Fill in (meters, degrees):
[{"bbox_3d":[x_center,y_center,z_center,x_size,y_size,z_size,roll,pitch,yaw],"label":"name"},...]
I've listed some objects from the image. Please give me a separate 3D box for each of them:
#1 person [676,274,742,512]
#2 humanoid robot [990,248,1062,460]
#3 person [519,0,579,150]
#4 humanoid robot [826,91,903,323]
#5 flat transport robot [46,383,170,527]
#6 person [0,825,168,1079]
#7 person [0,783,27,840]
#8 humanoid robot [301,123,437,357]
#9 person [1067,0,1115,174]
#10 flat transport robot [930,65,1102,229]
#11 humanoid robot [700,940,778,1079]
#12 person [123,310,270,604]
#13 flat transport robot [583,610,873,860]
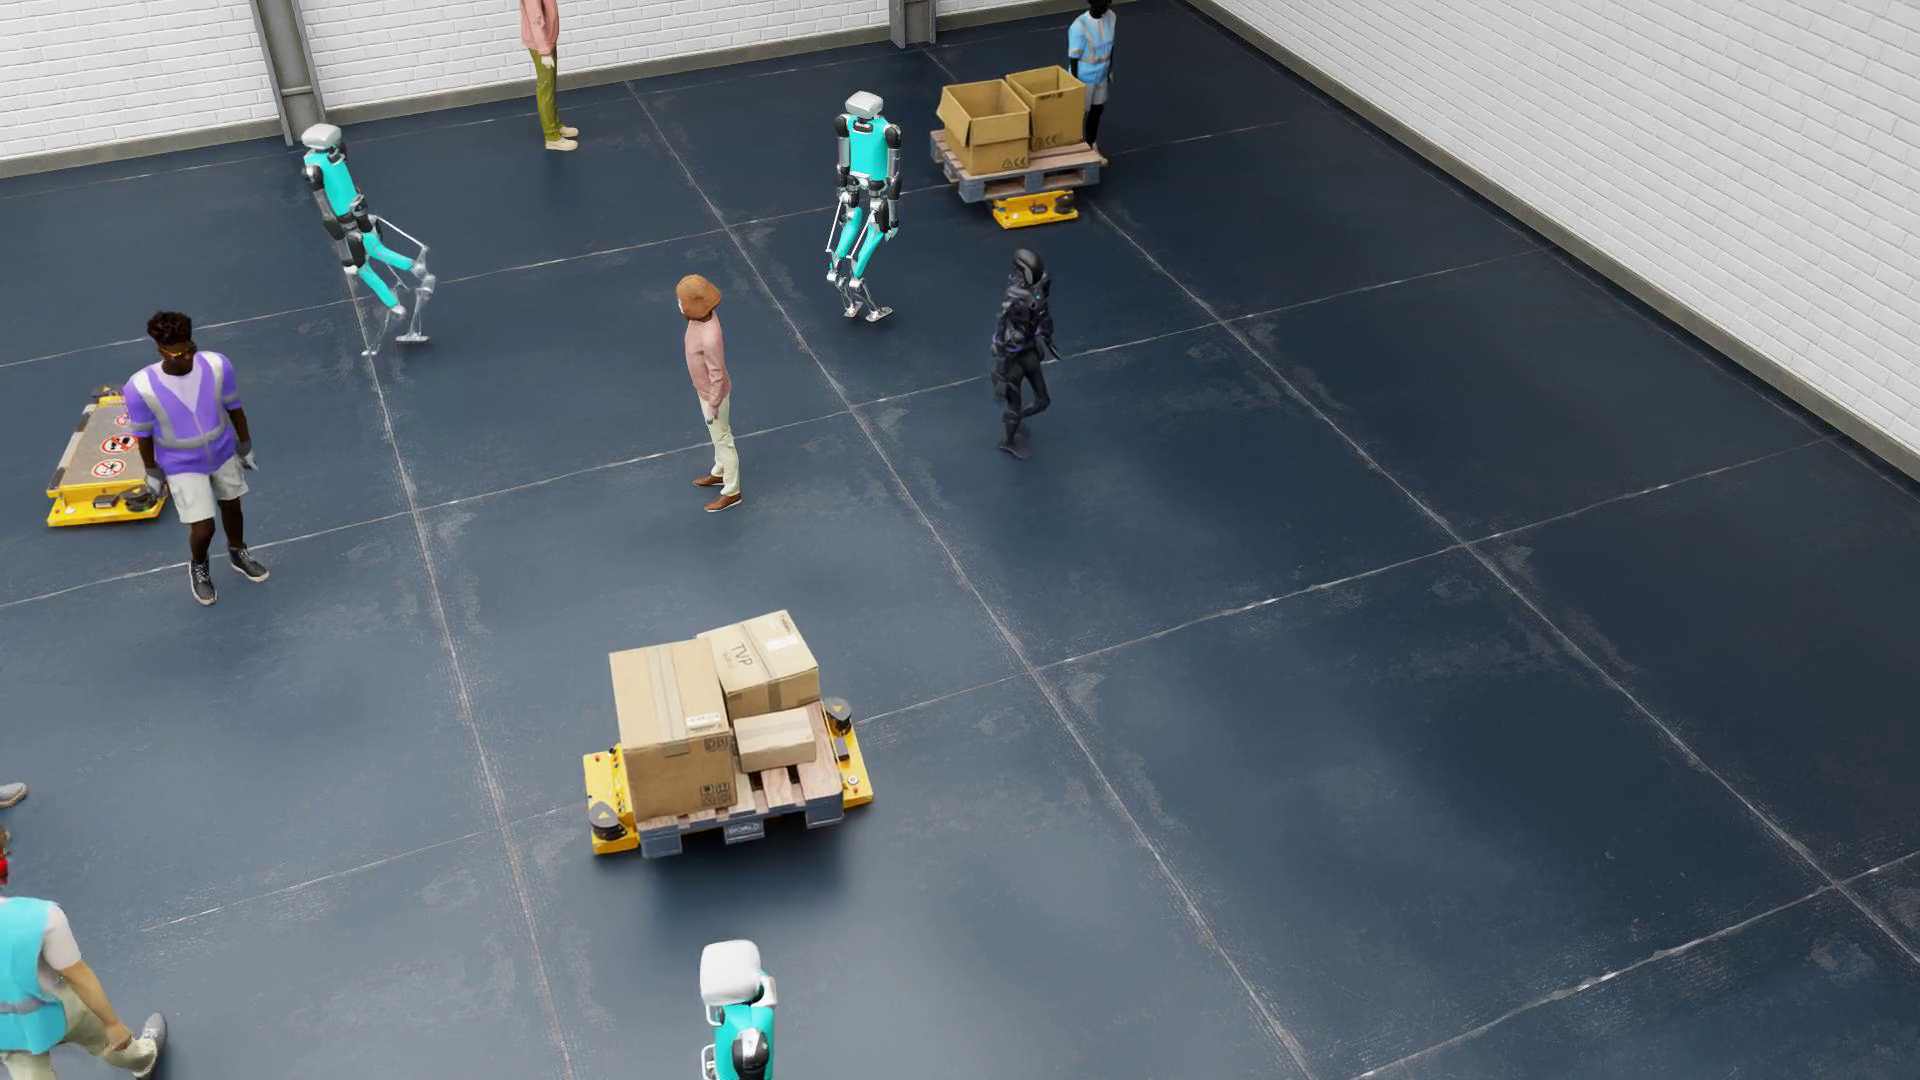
[{"bbox_3d":[-1.565,-0.927,10.358,0.280,1.633,0.498,-11,39,-14],"label":"person"},{"bbox_3d":[0.374,-1.199,10.684,0.463,1.629,0.624,26,45,30],"label":"humanoid robot"},{"bbox_3d":[-3.667,-4.373,14.681,0.367,1.834,0.521,-3,38,-4],"label":"person"},{"bbox_3d":[-0.764,-2.320,11.979,0.533,1.677,0.735,19,41,23],"label":"humanoid robot"},{"bbox_3d":[-5.542,-0.596,11.049,0.659,0.231,1.431,-6,38,-7],"label":"flat transport robot"},{"bbox_3d":[-3.627,1.858,6.622,0.649,1.761,1.003,-3,38,-4],"label":"person"},{"bbox_3d":[-5.011,0.744,7.998,0.400,1.875,0.640,-13,39,-16],"label":"person"},{"bbox_3d":[-4.084,-2.073,11.787,0.804,1.789,0.536,3,38,3],"label":"humanoid robot"},{"bbox_3d":[1.121,-3.987,14.295,0.542,1.690,0.322,-31,47,-34],"label":"person"},{"bbox_3d":[0.449,-3.094,14.301,0.659,0.231,1.431,-11,39,-14],"label":"flat transport robot"},{"bbox_3d":[-1.006,2.213,6.238,0.746,1.835,0.541,-7,38,-9],"label":"humanoid robot"},{"bbox_3d":[-4.353,-0.480,9.541,0.510,1.933,0.627,31,47,34],"label":"person"},{"bbox_3d":[-1.222,1.218,8.688,1.431,0.231,0.659,-9,38,-11],"label":"flat transport robot"}]
